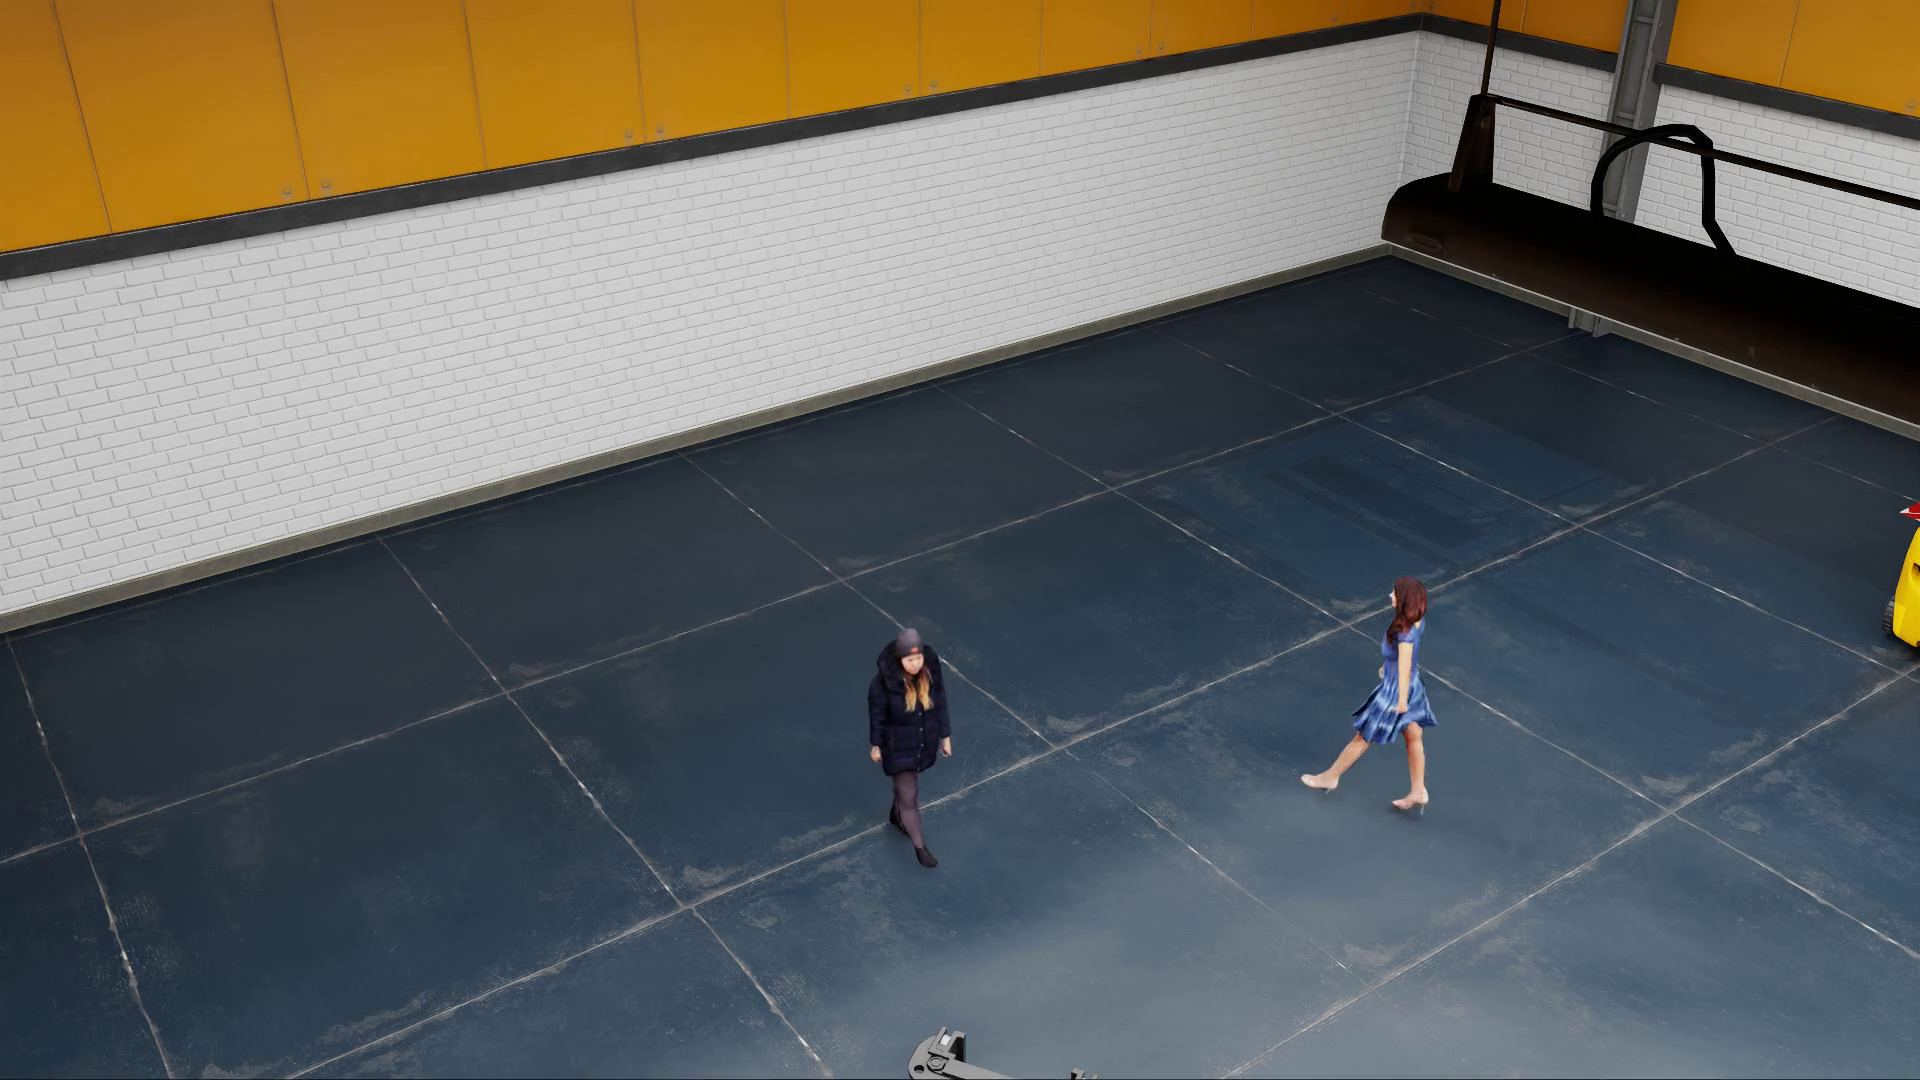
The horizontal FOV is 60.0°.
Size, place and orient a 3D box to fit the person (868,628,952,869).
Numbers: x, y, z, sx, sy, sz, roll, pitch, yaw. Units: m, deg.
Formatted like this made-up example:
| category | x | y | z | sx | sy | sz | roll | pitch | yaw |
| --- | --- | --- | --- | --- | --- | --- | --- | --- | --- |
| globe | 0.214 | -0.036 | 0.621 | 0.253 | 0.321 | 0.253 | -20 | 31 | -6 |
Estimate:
| category | x | y | z | sx | sy | sz | roll | pitch | yaw |
| --- | --- | --- | --- | --- | --- | --- | --- | --- | --- |
| person | -0.375 | 1.265 | 10.815 | 0.723 | 1.644 | 1.000 | -15 | 32 | -25 |

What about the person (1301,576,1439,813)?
| category | x | y | z | sx | sy | sz | roll | pitch | yaw |
| --- | --- | --- | --- | --- | --- | --- | --- | --- | --- |
| person | 2.981 | 1.083 | 11.030 | 1.181 | 1.758 | 0.998 | 12 | 31 | 20 |
